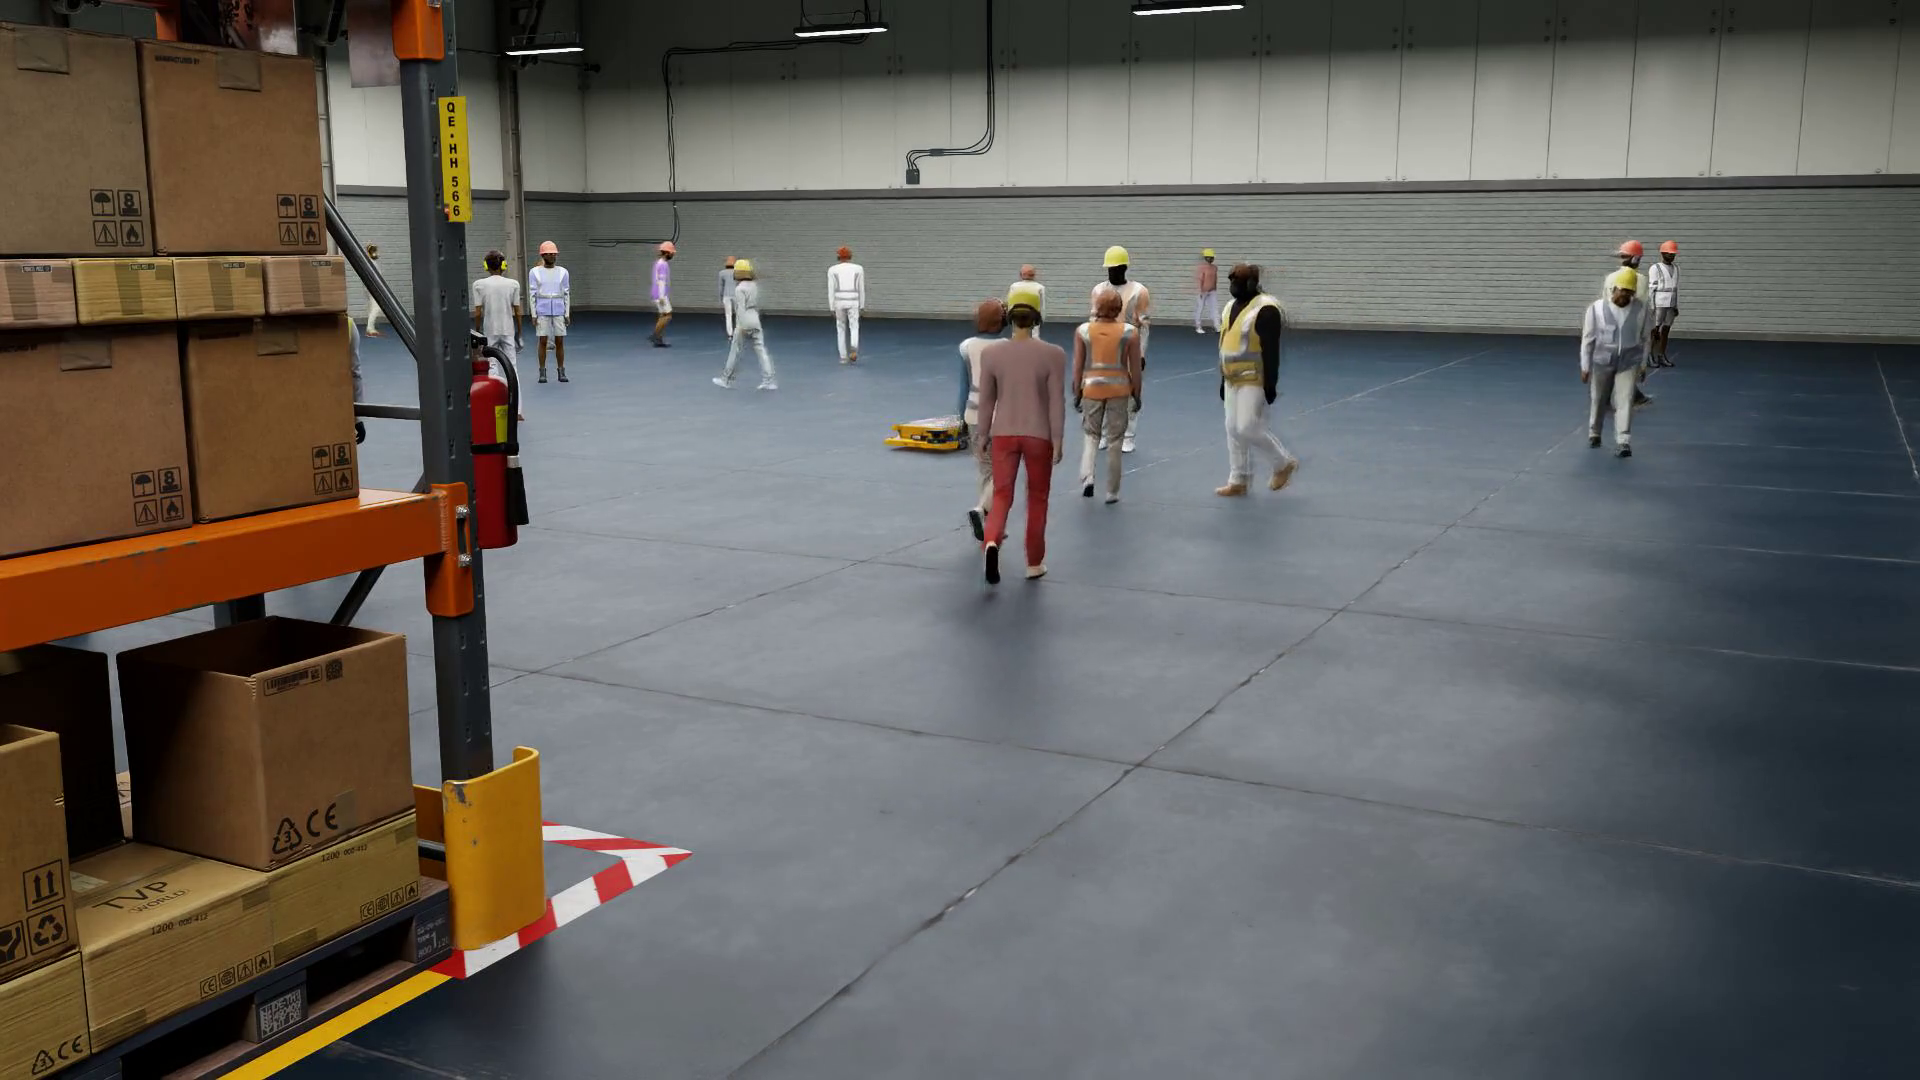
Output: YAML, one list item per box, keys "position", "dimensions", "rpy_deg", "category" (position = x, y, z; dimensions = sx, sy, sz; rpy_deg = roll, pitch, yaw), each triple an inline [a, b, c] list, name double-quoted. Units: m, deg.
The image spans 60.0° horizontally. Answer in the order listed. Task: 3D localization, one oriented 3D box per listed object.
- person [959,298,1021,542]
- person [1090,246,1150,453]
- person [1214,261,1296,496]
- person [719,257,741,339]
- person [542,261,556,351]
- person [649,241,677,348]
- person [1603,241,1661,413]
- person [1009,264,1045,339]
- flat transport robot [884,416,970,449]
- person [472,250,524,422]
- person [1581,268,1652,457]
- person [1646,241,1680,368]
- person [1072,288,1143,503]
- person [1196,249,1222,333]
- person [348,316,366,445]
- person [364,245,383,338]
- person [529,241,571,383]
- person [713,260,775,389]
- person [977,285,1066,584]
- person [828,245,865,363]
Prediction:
- position: [0.183, -0.760, 10.833]
  dimensions: [0.520, 1.621, 0.568]
  rpy_deg: [6, 12, 31]
  category: "person"
- position: [1.465, -1.775, 15.538]
  dimensions: [0.594, 1.922, 0.387]
  rpy_deg: [6, 12, 31]
  category: "person"
- position: [2.257, -1.229, 12.829]
  dimensions: [0.533, 1.827, 0.630]
  rpy_deg: [-4, 11, -20]
  category: "person"
- position: [-4.464, -4.746, 32.626]
  dimensions: [0.519, 1.595, 0.810]
  rpy_deg: [0, 10, -2]
  category: "person"
- position: [-7.183, -4.125, 29.168]
  dimensions: [0.529, 1.618, 0.359]
  rpy_deg: [3, 11, 15]
  category: "person"
- position: [-5.304, -4.395, 29.878]
  dimensions: [0.482, 1.908, 0.616]
  rpy_deg: [-2, 11, -12]
  category: "person"
- position: [7.664, -2.417, 18.964]
  dimensions: [0.945, 1.945, 0.617]
  rpy_deg: [-2, 11, -13]
  category: "person"
- position: [0.921, -3.045, 23.305]
  dimensions: [0.537, 1.613, 0.682]
  rpy_deg: [-2, 11, -8]
  category: "person"
- position: [-0.056, -1.058, 16.143]
  dimensions: [0.652, 0.197, 1.431]
  rpy_deg: [7, 12, 34]
  category: "flat transport robot"
- position: [-4.989, -2.190, 17.974]
  dimensions: [0.520, 1.865, 0.335]
  rpy_deg: [-3, 11, -16]
  category: "person"
- position: [6.077, -1.653, 15.452]
  dimensions: [0.607, 1.733, 1.091]
  rpy_deg: [3, 11, 16]
  category: "person"
- position: [10.808, -3.608, 25.498]
  dimensions: [0.553, 1.935, 0.363]
  rpy_deg: [-4, 11, -22]
  category: "person"
- position: [1.118, -1.088, 12.614]
  dimensions: [0.529, 1.626, 0.365]
  rpy_deg: [3, 11, 16]
  category: "person"
- position: [5.138, -5.084, 34.091]
  dimensions: [0.550, 1.722, 0.885]
  rpy_deg: [-6, 12, -30]
  category: "person"
- position: [-3.895, -0.718, 10.008]
  dimensions: [0.634, 1.839, 0.429]
  rpy_deg: [-6, 12, -29]
  category: "person"
- position: [-11.667, -4.942, 33.074]
  dimensions: [0.362, 1.840, 0.589]
  rpy_deg: [-2, 11, -12]
  category: "person"
- position: [-5.642, -3.138, 22.922]
  dimensions: [0.548, 1.942, 0.344]
  rpy_deg: [-4, 11, -22]
  category: "person"
- position: [-2.832, -2.838, 21.954]
  dimensions: [0.883, 1.698, 0.498]
  rpy_deg: [6, 12, 28]
  category: "person"
- position: [0.336, -0.591, 9.596]
  dimensions: [0.532, 1.747, 0.710]
  rpy_deg: [3, 11, 15]
  category: "person"
- position: [-1.781, -3.692, 26.152]
  dimensions: [0.588, 1.867, 0.617]
  rpy_deg: [-2, 11, -9]
  category: "person"
